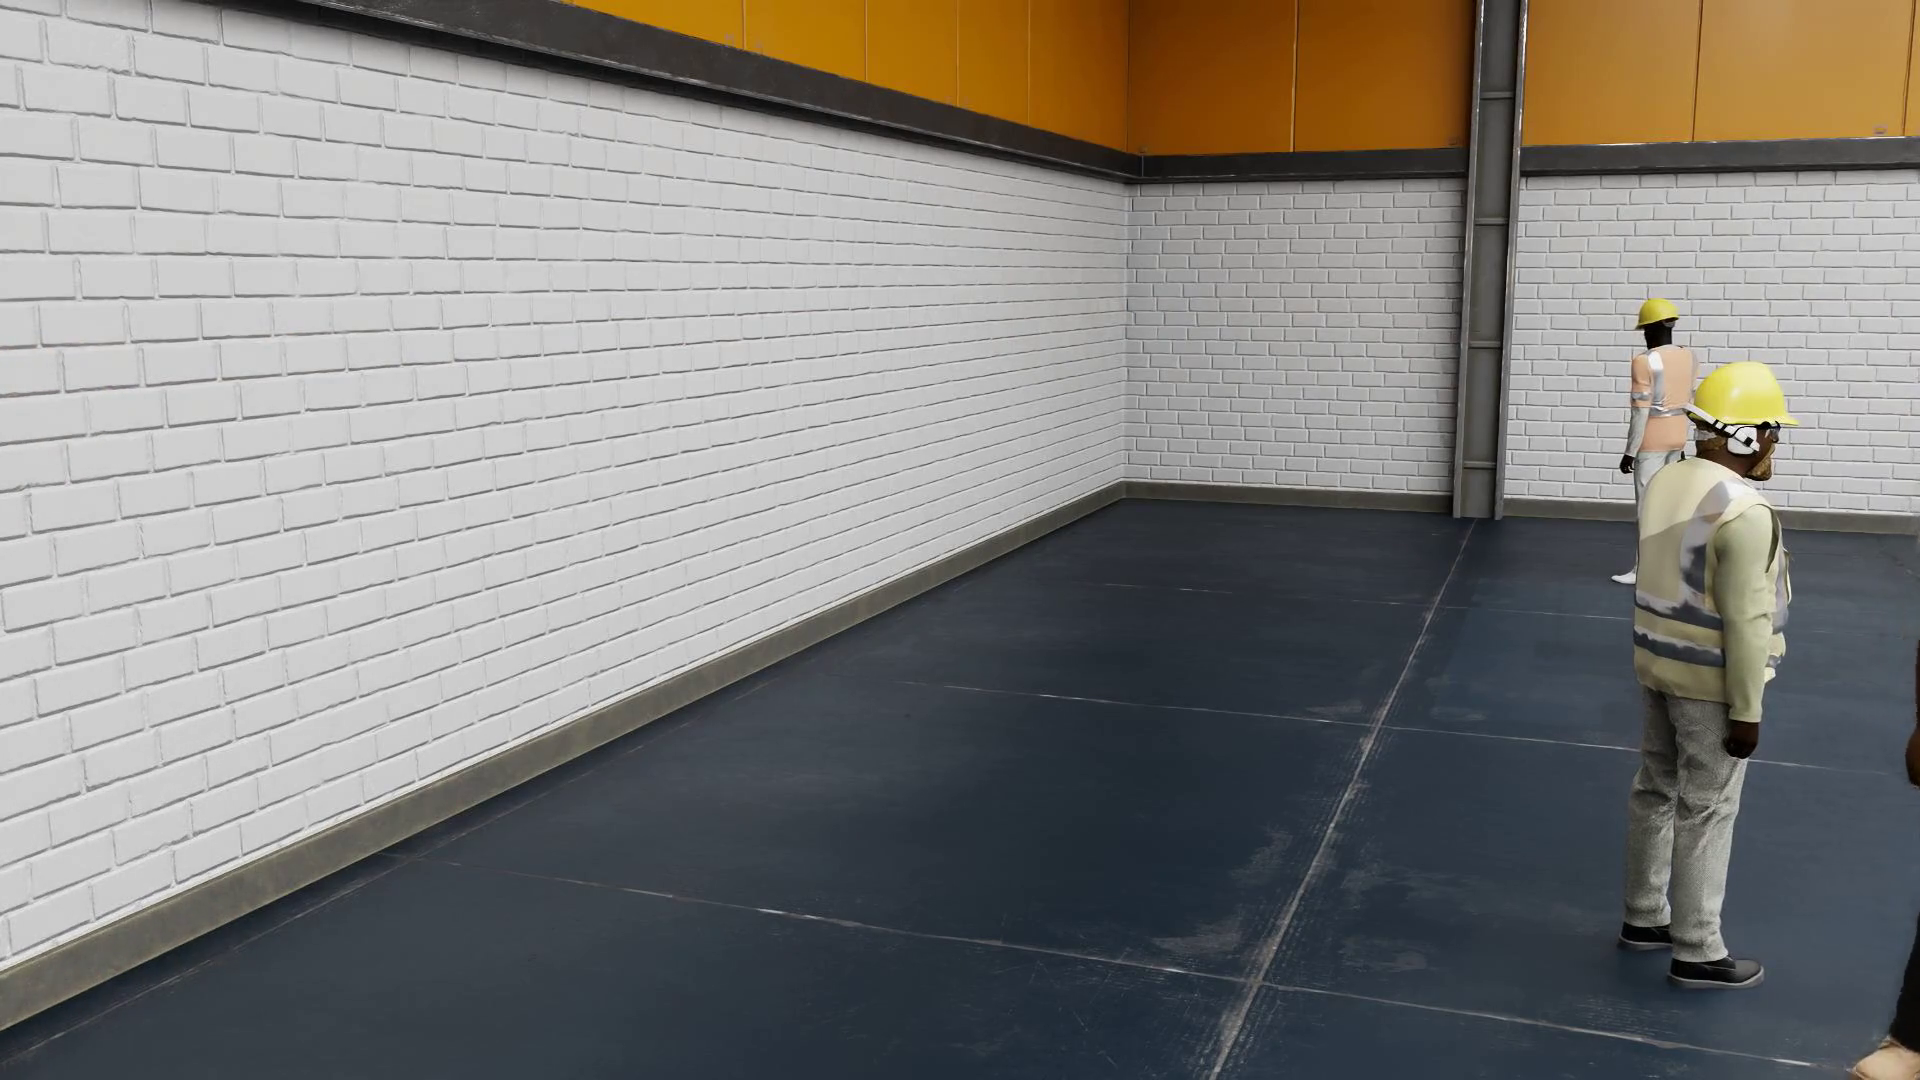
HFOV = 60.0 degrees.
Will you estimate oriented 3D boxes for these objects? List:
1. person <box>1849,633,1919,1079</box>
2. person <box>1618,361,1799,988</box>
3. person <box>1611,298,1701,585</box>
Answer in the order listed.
[{"bbox_3d":[2.644,0.430,3.957,0.802,2.000,0.585,1,9,6],"label":"person"},{"bbox_3d":[2.190,0.394,4.869,0.403,1.827,0.589,-1,9,-4],"label":"person"},{"bbox_3d":[4.635,-0.646,11.094,0.585,1.920,0.374,-5,10,-30],"label":"person"}]
